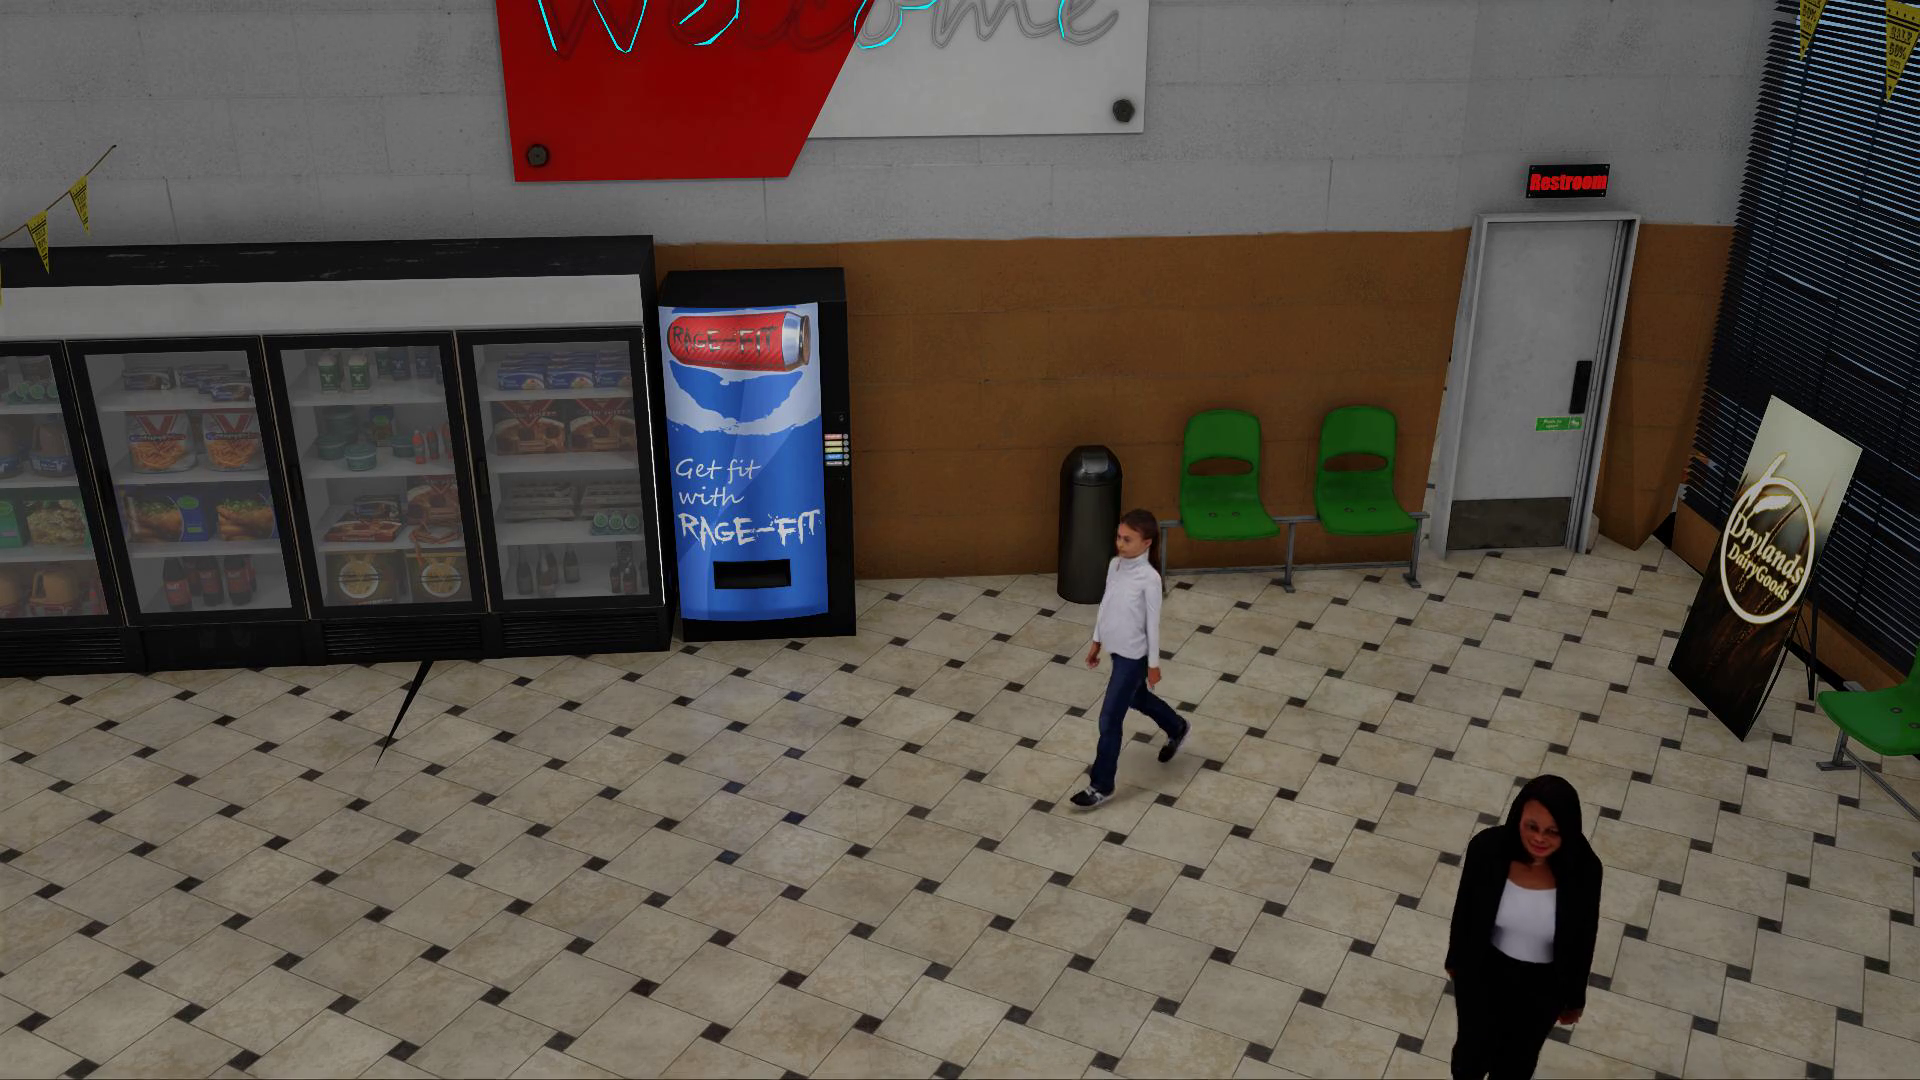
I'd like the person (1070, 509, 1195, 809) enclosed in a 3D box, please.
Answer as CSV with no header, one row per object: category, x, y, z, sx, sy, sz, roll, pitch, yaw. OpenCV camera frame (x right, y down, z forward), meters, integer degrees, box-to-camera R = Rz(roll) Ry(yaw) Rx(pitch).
person,0.907,0.548,8.272,0.899,1.526,1.063,-14,27,-28

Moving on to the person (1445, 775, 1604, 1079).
person,2.011,1.503,5.992,0.732,1.605,0.767,6,24,13
